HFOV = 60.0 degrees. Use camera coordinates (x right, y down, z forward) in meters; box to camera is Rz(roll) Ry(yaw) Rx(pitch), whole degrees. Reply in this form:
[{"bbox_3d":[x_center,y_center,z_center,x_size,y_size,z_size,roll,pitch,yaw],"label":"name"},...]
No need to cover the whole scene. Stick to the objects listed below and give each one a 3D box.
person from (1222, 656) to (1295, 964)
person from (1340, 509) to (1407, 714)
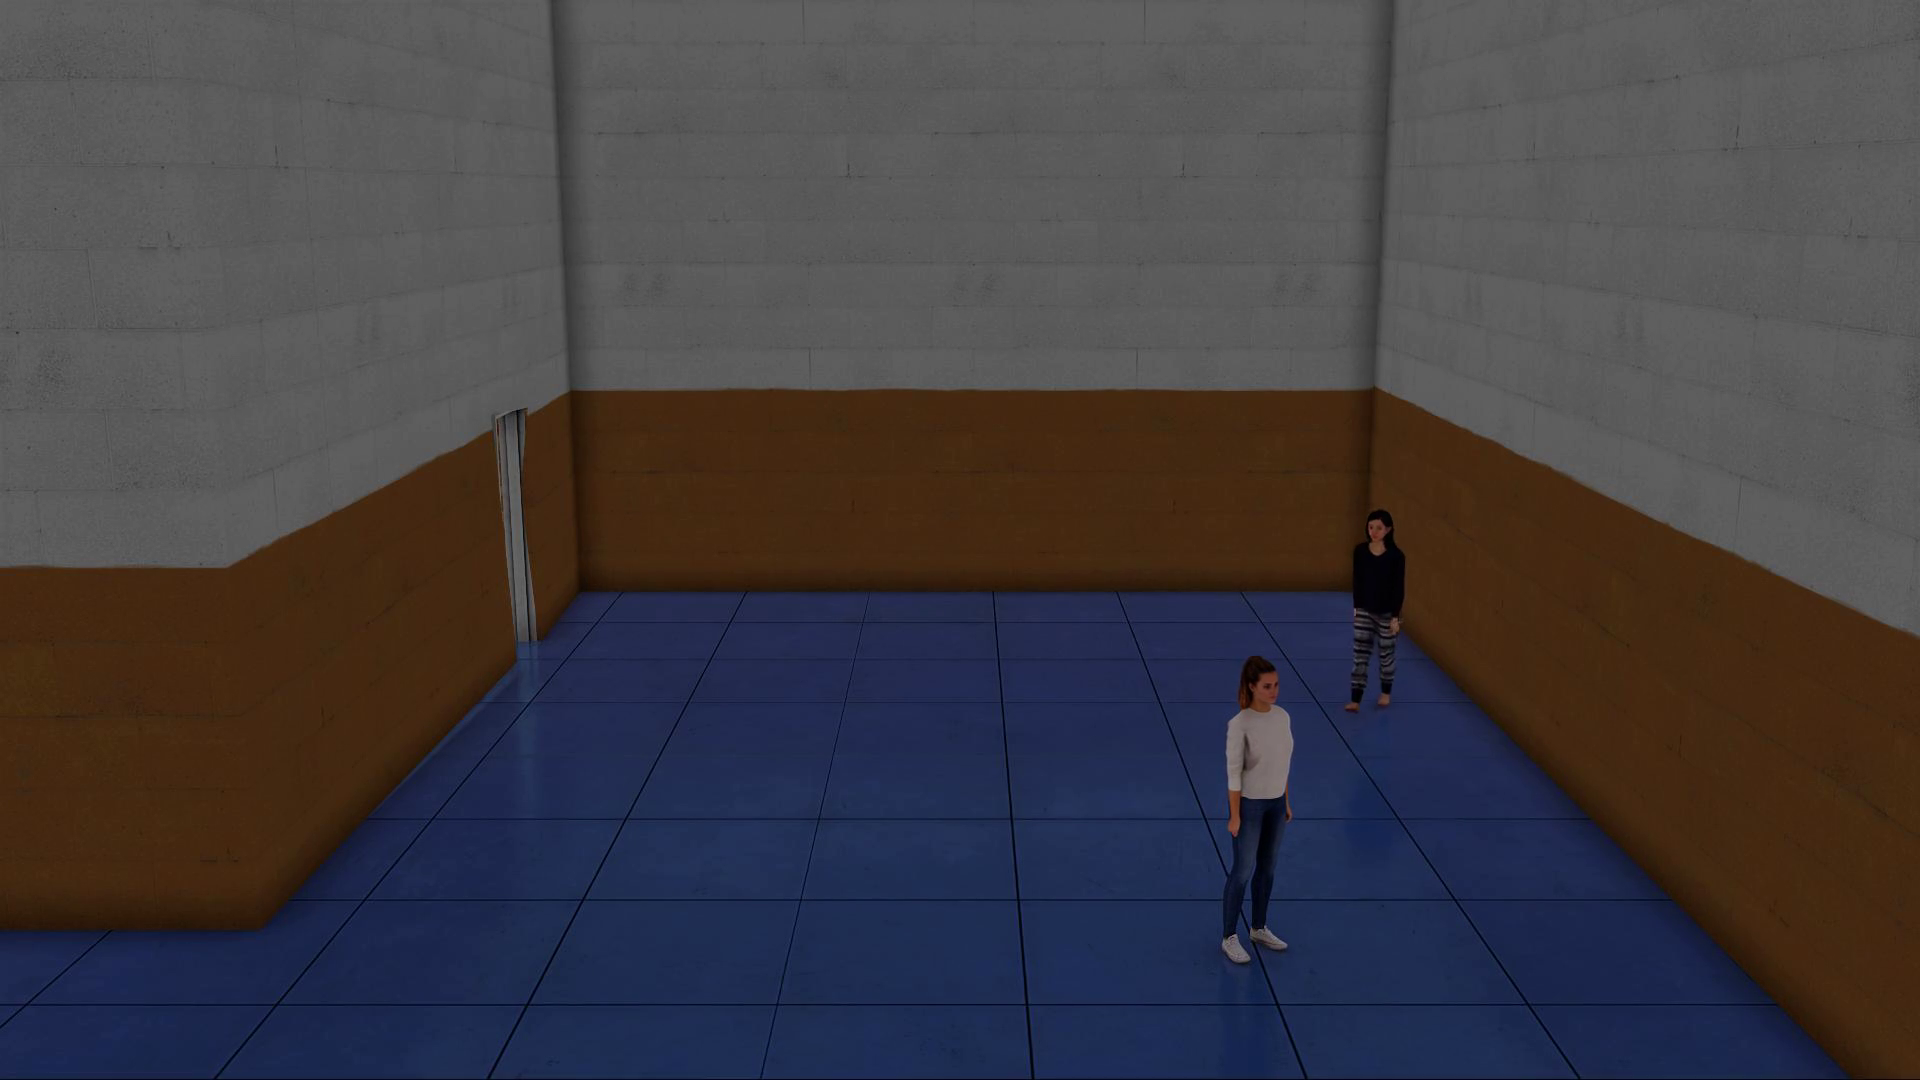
[{"bbox_3d":[1.666,1.495,9.321,0.648,1.719,0.753,-8,14,-33],"label":"person"},{"bbox_3d":[3.484,0.580,13.726,1.055,1.694,1.049,7,14,31],"label":"person"}]
